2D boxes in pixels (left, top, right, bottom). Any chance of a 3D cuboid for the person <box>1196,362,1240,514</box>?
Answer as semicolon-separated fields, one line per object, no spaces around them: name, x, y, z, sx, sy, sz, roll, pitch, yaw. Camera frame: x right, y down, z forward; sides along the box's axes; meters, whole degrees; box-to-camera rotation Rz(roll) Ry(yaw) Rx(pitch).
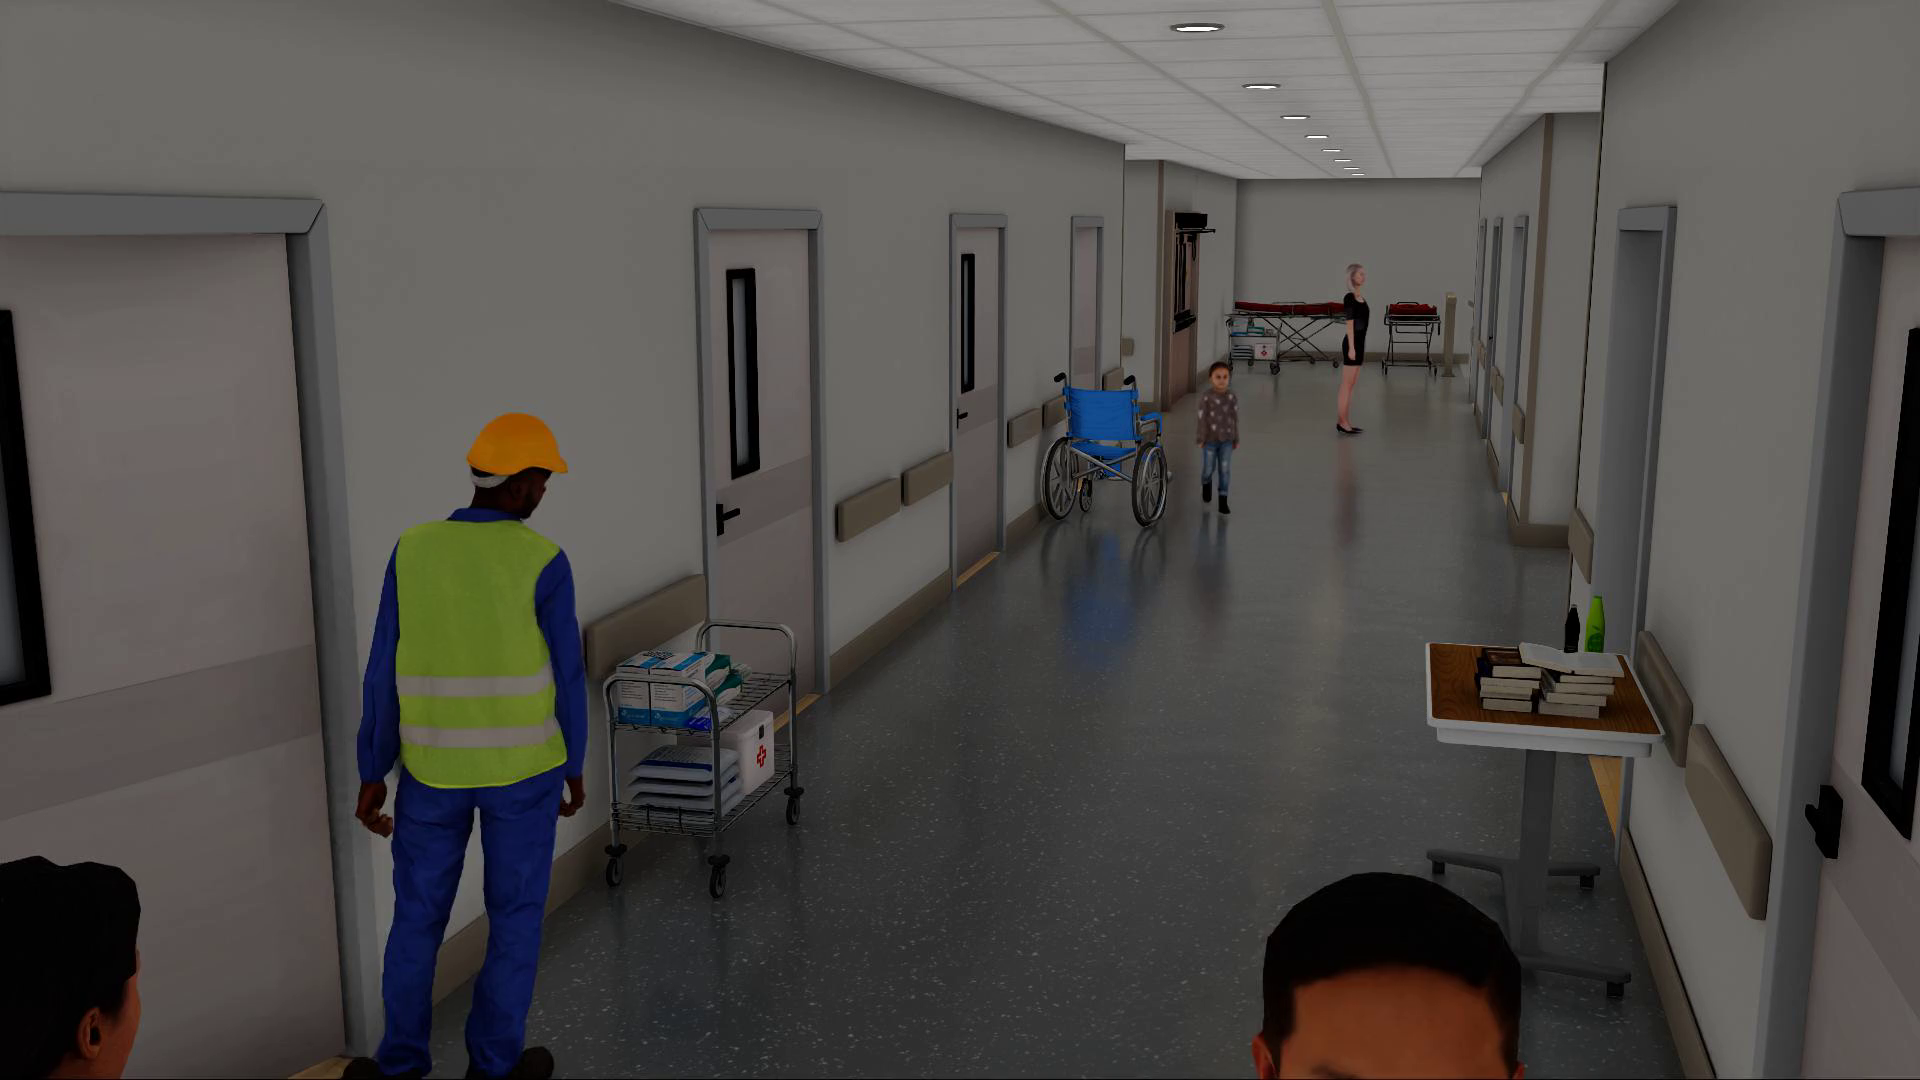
person;2.026;-0.811;13.124;0.614;1.182;0.819;0;11;-1

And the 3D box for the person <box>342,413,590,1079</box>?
person;-1.248;0.594;4.147;0.898;1.768;0.821;-4;11;-19

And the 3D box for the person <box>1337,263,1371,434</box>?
person;4.278;-2.088;18.116;0.683;1.829;0.495;5;12;24
